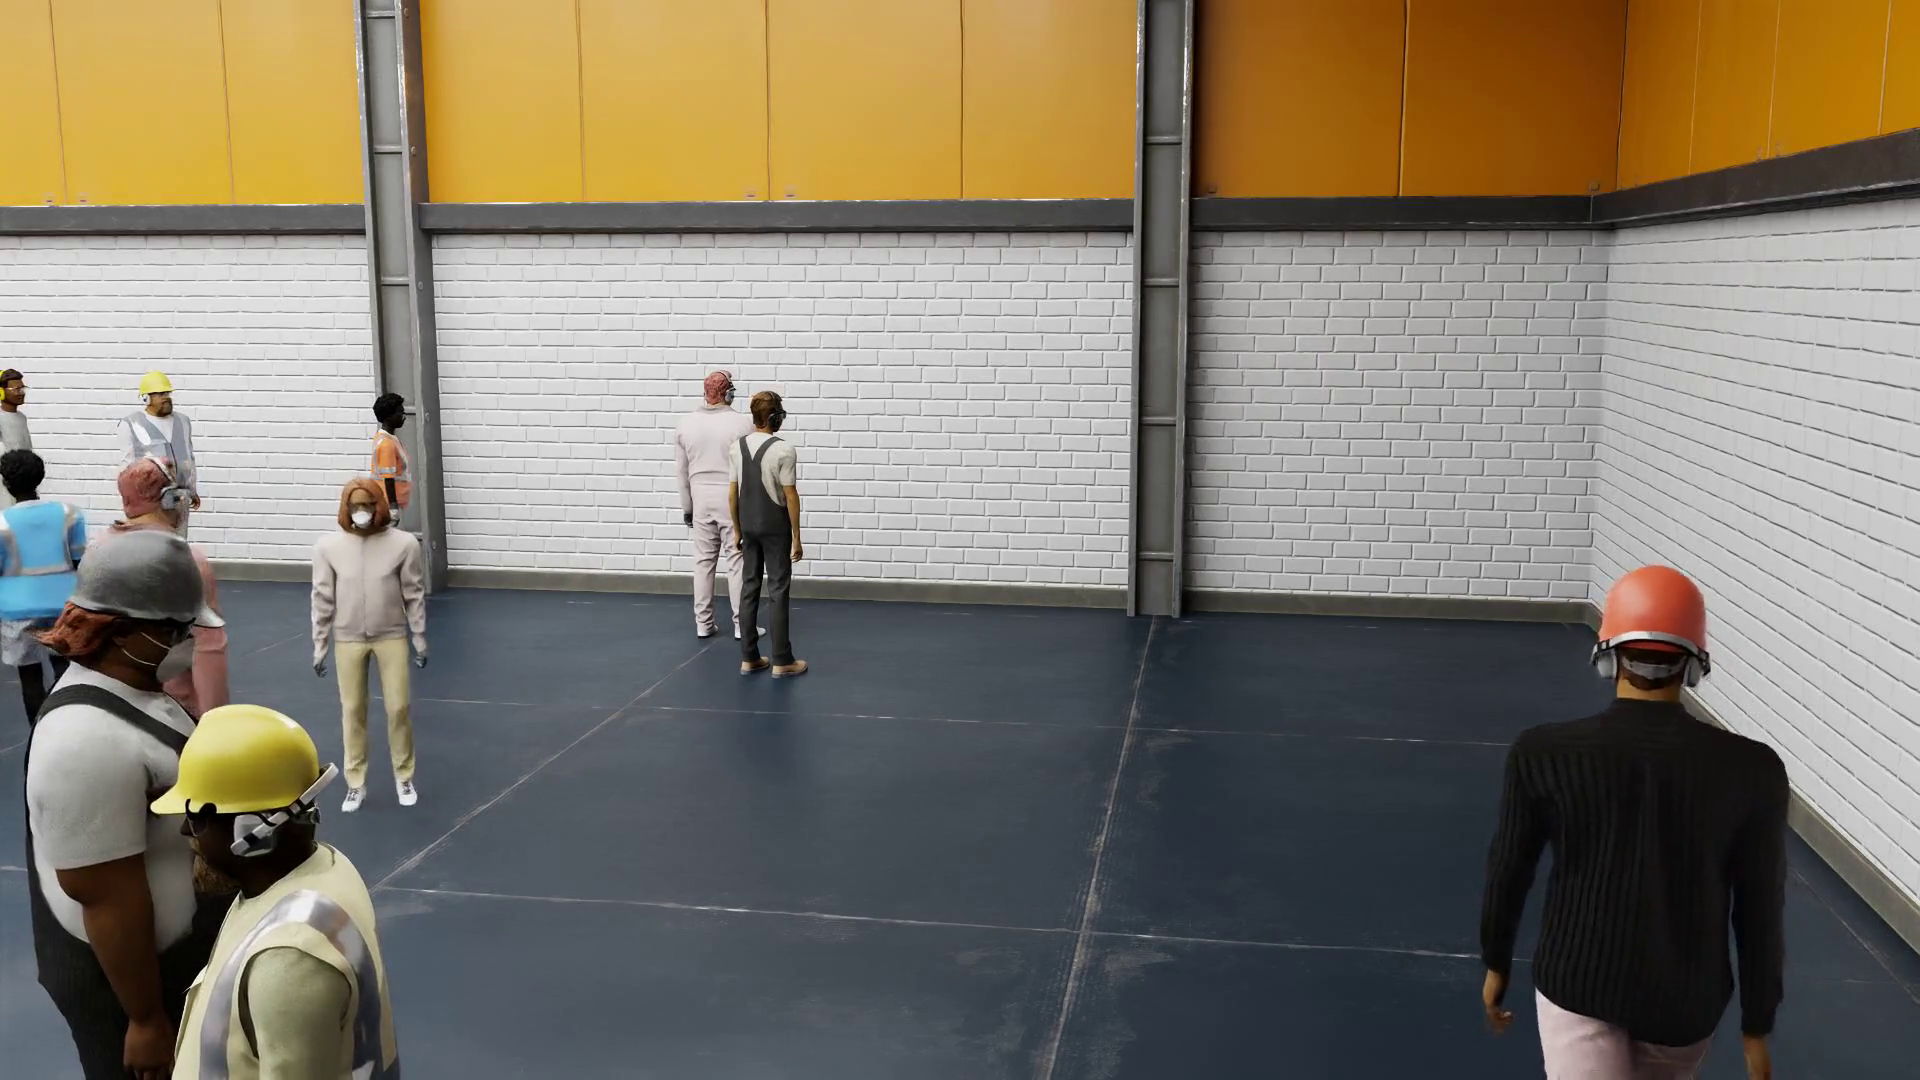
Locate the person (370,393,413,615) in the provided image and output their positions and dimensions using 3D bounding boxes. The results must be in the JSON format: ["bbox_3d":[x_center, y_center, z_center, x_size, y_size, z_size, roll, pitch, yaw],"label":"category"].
[{"bbox_3d":[-4.308,-0.270,12.599,0.321,1.689,0.530,-3,10,-19],"label":"person"}]

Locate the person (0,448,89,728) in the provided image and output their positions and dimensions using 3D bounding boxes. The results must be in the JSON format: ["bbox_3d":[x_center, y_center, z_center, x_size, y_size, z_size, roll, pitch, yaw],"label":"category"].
[{"bbox_3d":[-4.844,0.357,8.724,0.366,1.681,0.550,9,13,42],"label":"person"}]

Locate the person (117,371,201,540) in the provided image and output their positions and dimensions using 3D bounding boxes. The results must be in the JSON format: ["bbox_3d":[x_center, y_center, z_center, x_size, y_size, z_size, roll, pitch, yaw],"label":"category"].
[{"bbox_3d":[-6.165,-0.388,12.867,0.404,1.836,0.598,6,11,33],"label":"person"}]

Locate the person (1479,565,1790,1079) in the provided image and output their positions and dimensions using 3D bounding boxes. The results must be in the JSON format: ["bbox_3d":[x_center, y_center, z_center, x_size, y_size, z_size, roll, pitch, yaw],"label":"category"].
[{"bbox_3d":[1.541,1.020,3.876,0.638,1.941,1.020,3,10,16],"label":"person"}]

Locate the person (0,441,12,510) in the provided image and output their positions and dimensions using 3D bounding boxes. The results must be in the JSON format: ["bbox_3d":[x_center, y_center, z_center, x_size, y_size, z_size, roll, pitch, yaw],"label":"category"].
[{"bbox_3d":[-6.299,-0.024,10.503,0.988,1.896,0.617,8,12,41],"label":"person"}]

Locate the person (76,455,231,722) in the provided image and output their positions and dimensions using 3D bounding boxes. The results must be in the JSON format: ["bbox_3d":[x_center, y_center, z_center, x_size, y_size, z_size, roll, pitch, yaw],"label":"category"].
[{"bbox_3d":[-3.046,0.631,6.407,0.700,1.908,0.406,5,11,30],"label":"person"}]

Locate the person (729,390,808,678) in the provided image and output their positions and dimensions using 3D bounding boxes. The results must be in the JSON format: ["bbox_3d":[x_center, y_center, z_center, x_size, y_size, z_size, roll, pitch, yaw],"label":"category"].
[{"bbox_3d":[-1.239,-0.036,10.672,0.516,1.843,0.326,5,10,27],"label":"person"}]

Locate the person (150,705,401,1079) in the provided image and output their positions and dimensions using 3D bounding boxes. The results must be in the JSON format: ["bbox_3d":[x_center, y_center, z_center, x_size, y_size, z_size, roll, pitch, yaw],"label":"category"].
[{"bbox_3d":[-1.253,1.200,3.120,0.403,1.826,0.589,-4,10,-21],"label":"person"}]

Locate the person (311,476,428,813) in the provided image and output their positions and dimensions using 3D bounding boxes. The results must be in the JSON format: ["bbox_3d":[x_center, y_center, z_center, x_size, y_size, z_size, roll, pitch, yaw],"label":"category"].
[{"bbox_3d":[-2.853,0.497,8.047,0.512,1.633,0.273,-2,10,-15],"label":"person"}]

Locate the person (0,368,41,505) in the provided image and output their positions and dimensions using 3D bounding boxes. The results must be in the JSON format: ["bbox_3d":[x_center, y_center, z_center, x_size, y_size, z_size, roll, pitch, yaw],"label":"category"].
[{"bbox_3d":[-7.127,-0.358,12.576,0.328,1.873,0.521,0,9,-2],"label":"person"}]

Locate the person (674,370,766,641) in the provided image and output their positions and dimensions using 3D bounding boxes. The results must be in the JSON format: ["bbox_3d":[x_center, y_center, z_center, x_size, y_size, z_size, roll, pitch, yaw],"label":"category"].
[{"bbox_3d":[-1.671,-0.240,11.739,0.638,1.910,0.407,3,10,17],"label":"person"}]
